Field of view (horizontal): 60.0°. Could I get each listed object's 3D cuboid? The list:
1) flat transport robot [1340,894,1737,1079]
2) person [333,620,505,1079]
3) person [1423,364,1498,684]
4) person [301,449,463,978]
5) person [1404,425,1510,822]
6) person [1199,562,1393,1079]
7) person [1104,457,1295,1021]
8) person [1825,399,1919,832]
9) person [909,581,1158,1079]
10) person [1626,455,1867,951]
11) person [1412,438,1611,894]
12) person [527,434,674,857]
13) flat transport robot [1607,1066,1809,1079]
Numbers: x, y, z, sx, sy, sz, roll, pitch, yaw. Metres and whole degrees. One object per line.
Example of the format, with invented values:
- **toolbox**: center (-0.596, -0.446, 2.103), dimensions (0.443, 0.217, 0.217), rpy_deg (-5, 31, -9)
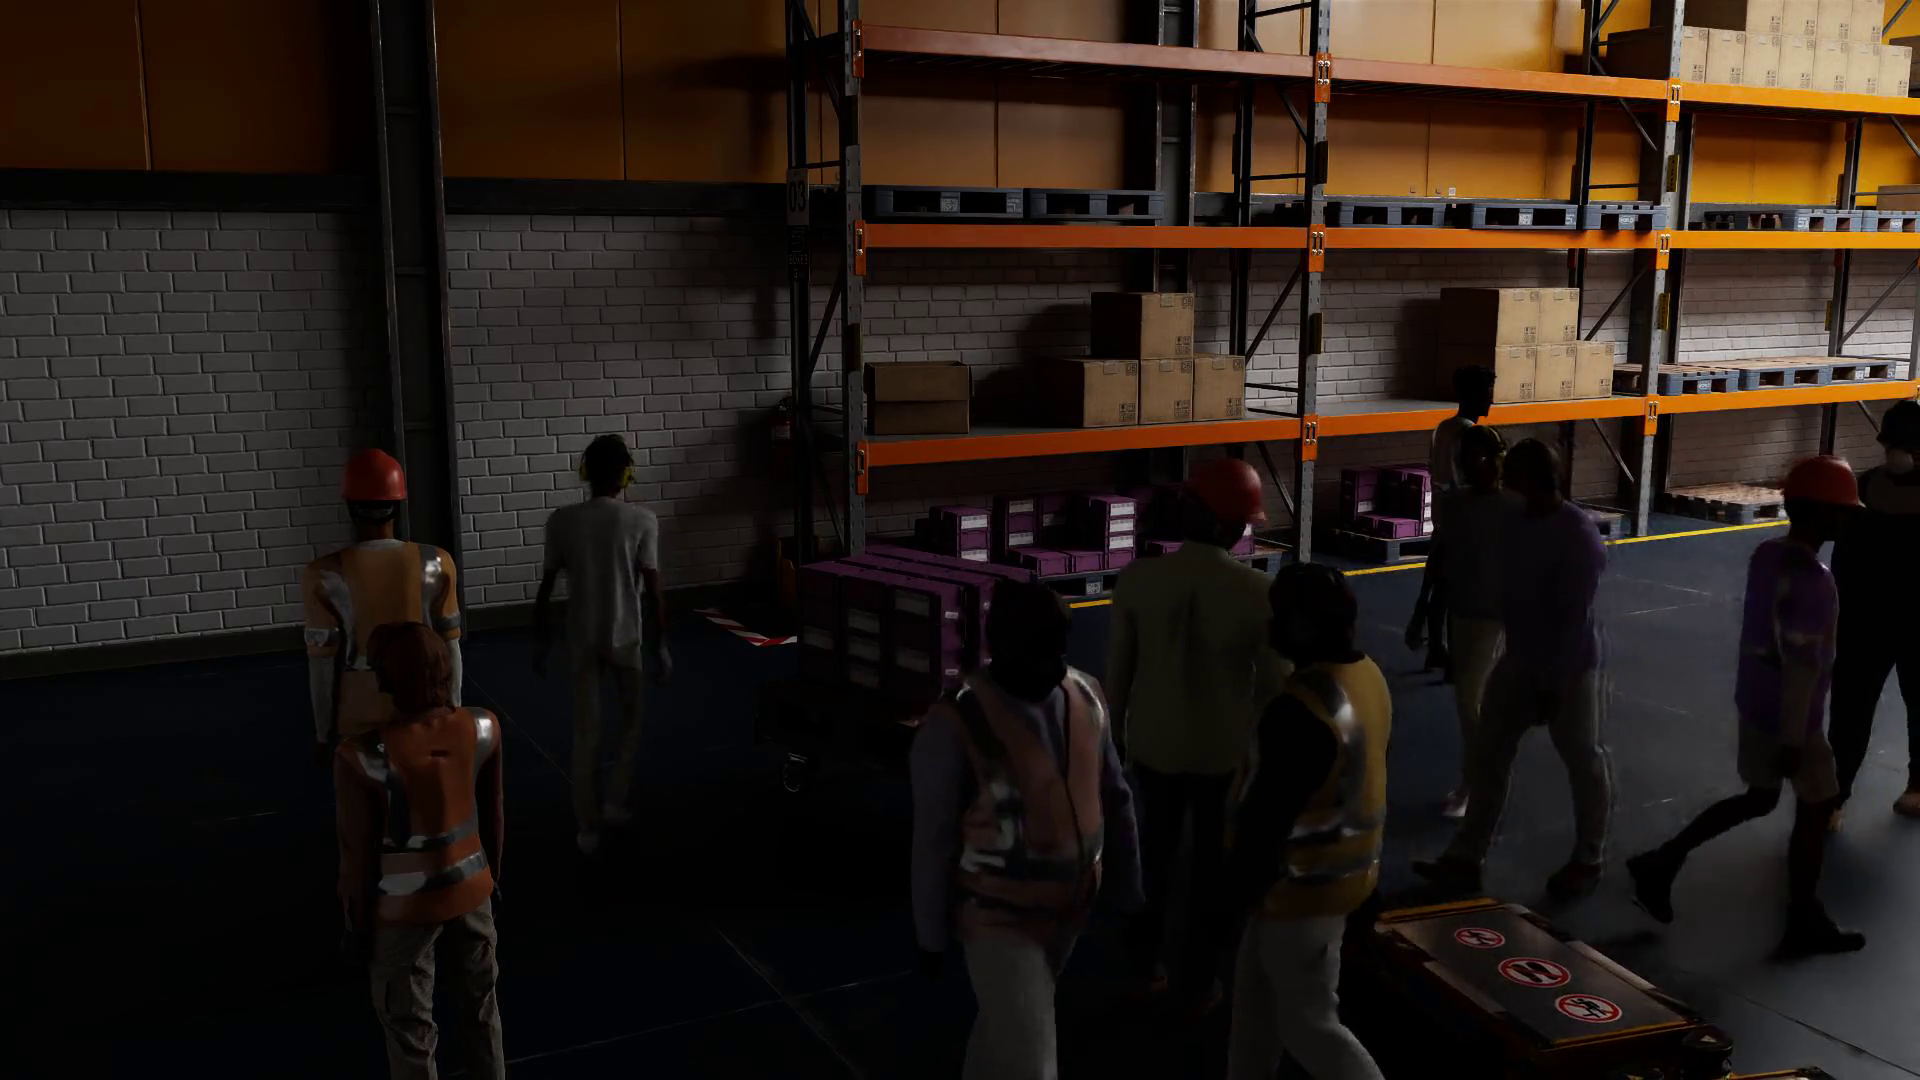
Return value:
- **flat transport robot**: center (1.902, 1.535, 5.695), dimensions (0.652, 0.197, 1.431), rpy_deg (-3, 10, -17)
- **person**: center (-1.492, 1.029, 4.660), dimensions (0.308, 1.645, 0.514), rpy_deg (8, 13, 40)
- **person**: center (3.098, -0.104, 10.255), dimensions (0.361, 1.964, 0.616), rpy_deg (-1, 10, -8)
- **person**: center (-2.099, 0.633, 6.097), dimensions (0.542, 1.938, 0.358), rpy_deg (-6, 11, -29)
- **person**: center (2.370, 0.383, 7.810), dimensions (0.677, 1.848, 0.532), rpy_deg (-6, 12, -33)
- **person**: center (0.999, 0.966, 4.608), dimensions (0.844, 1.823, 0.614), rpy_deg (5, 11, 26)
- **person**: center (0.827, 0.688, 5.715), dimensions (0.634, 1.974, 0.521), rpy_deg (4, 11, 24)
- **person**: center (4.292, 0.317, 7.619), dimensions (1.007, 2.000, 0.692), rpy_deg (-8, 13, -40)
- **person**: center (0.239, 1.003, 4.389), dimensions (0.627, 1.794, 0.967), rpy_deg (-9, 13, -42)
- **person**: center (3.027, 0.621, 6.271), dimensions (0.791, 1.909, 0.546), rpy_deg (1, 10, 3)
- **person**: center (2.306, 0.537, 6.761), dimensions (0.925, 1.888, 0.659), rpy_deg (-4, 10, -20)
- **person**: center (-1.602, 0.453, 7.408), dimensions (0.686, 1.836, 0.657), rpy_deg (0, 10, -1)
- **flat transport robot**: center (2.357, 1.769, 4.348), dimensions (0.652, 0.197, 1.431), rpy_deg (-2, 10, -12)
